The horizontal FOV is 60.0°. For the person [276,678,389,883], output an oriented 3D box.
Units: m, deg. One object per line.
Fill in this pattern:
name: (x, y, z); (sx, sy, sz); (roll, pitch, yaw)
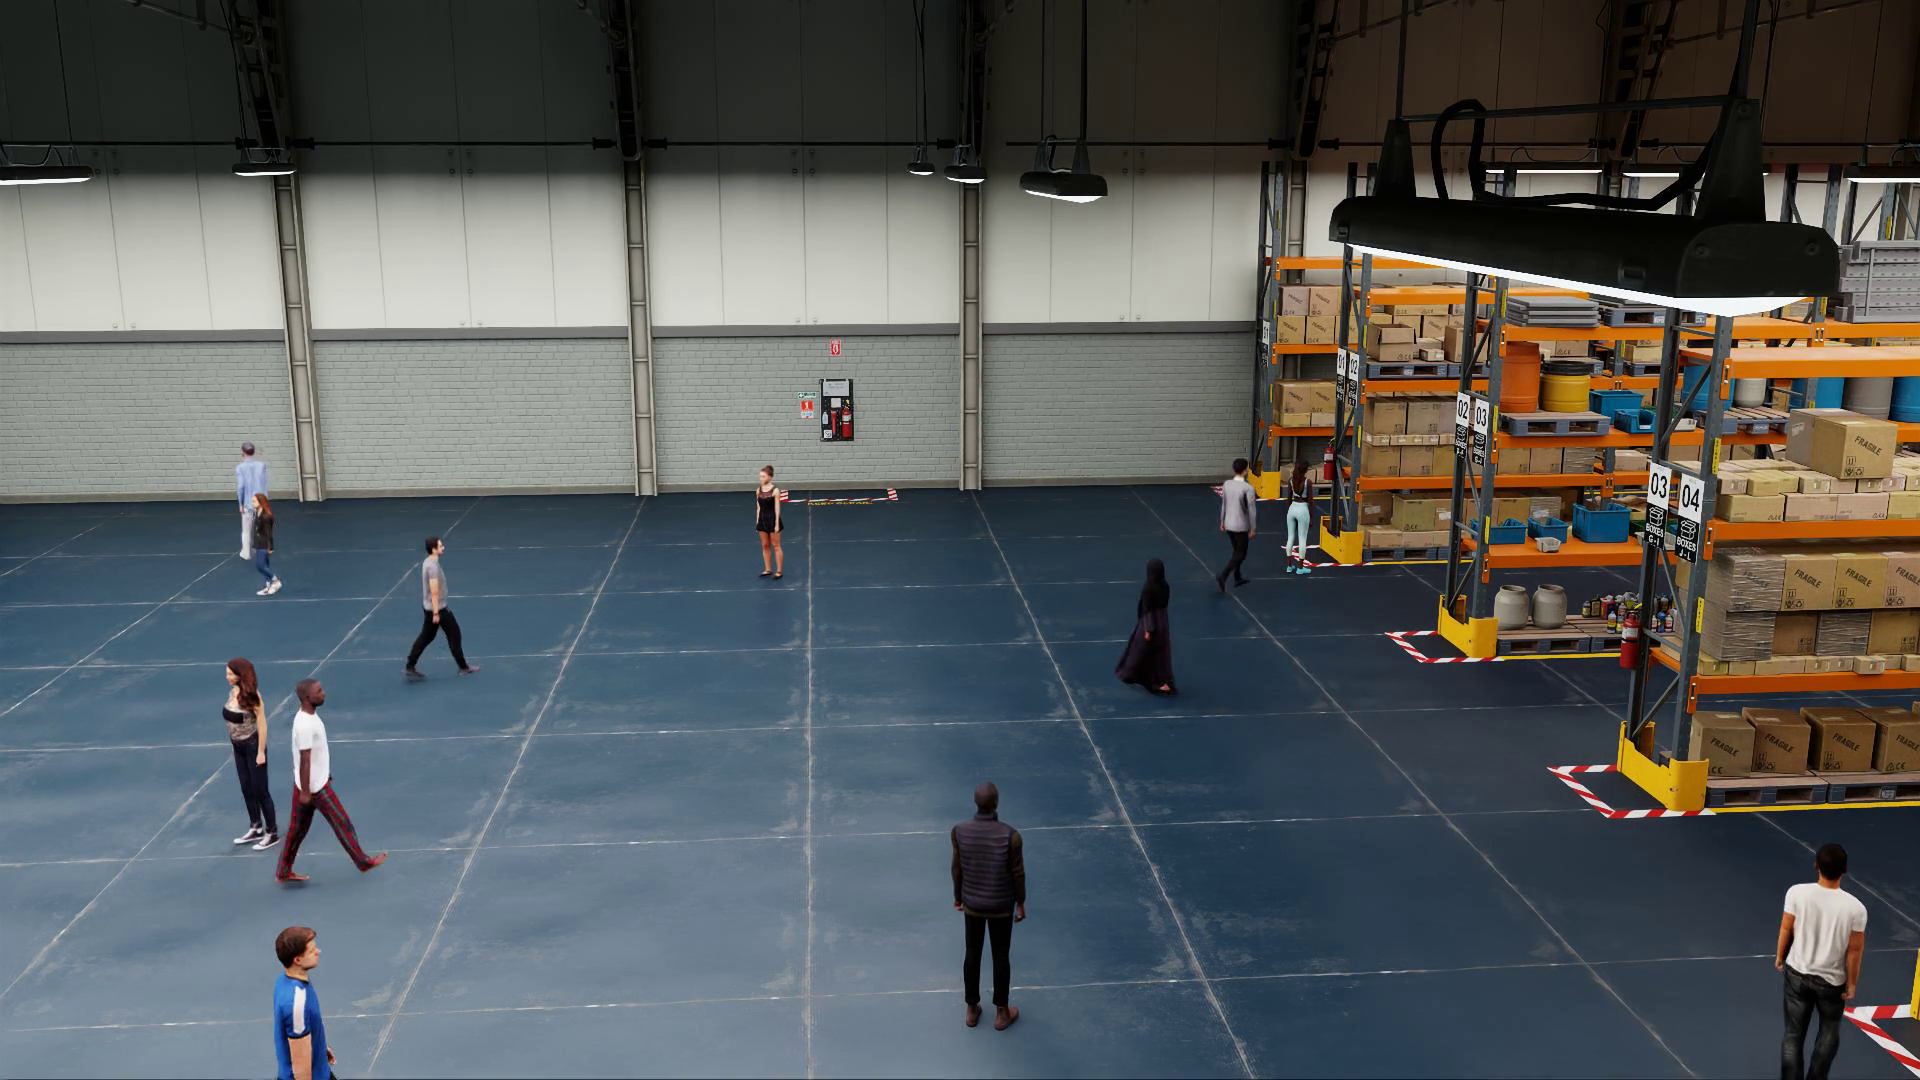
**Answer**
person: (-5.571, 2.087, 14.098); (1.227, 1.780, 0.915); (-5, 14, -22)

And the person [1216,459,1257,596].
person: (3.894, -0.201, 23.675); (1.252, 1.917, 1.112); (-10, 17, -38)

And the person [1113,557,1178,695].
person: (2.291, 1.002, 19.174); (1.111, 1.603, 1.093); (-12, 18, -42)

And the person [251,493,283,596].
person: (-9.786, 0.058, 23.540); (0.710, 1.474, 0.671); (-11, 17, -39)

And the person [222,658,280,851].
person: (-6.364, 1.902, 14.922); (0.682, 1.769, 0.760); (9, 16, 34)

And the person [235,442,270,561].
person: (-10.646, -0.522, 25.180); (1.026, 1.864, 1.012); (-10, 16, -37)

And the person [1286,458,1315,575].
person: (5.056, -0.367, 24.822); (0.650, 1.724, 0.711); (10, 17, 38)

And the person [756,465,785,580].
person: (-2.798, -0.267, 24.489); (0.669, 1.678, 0.748); (8, 15, 31)

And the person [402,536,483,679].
person: (-6.285, 0.824, 19.667); (1.231, 1.728, 0.958); (-7, 15, -29)

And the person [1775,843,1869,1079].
person: (5.529, 2.853, 10.772); (0.763, 1.787, 0.842); (7, 15, 28)

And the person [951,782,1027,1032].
person: (0.195, 2.585, 11.824); (0.662, 1.836, 0.827); (4, 14, 17)

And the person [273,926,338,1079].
person: (-3.876, 3.108, 9.582); (1.316, 1.829, 1.072); (-8, 15, -32)
